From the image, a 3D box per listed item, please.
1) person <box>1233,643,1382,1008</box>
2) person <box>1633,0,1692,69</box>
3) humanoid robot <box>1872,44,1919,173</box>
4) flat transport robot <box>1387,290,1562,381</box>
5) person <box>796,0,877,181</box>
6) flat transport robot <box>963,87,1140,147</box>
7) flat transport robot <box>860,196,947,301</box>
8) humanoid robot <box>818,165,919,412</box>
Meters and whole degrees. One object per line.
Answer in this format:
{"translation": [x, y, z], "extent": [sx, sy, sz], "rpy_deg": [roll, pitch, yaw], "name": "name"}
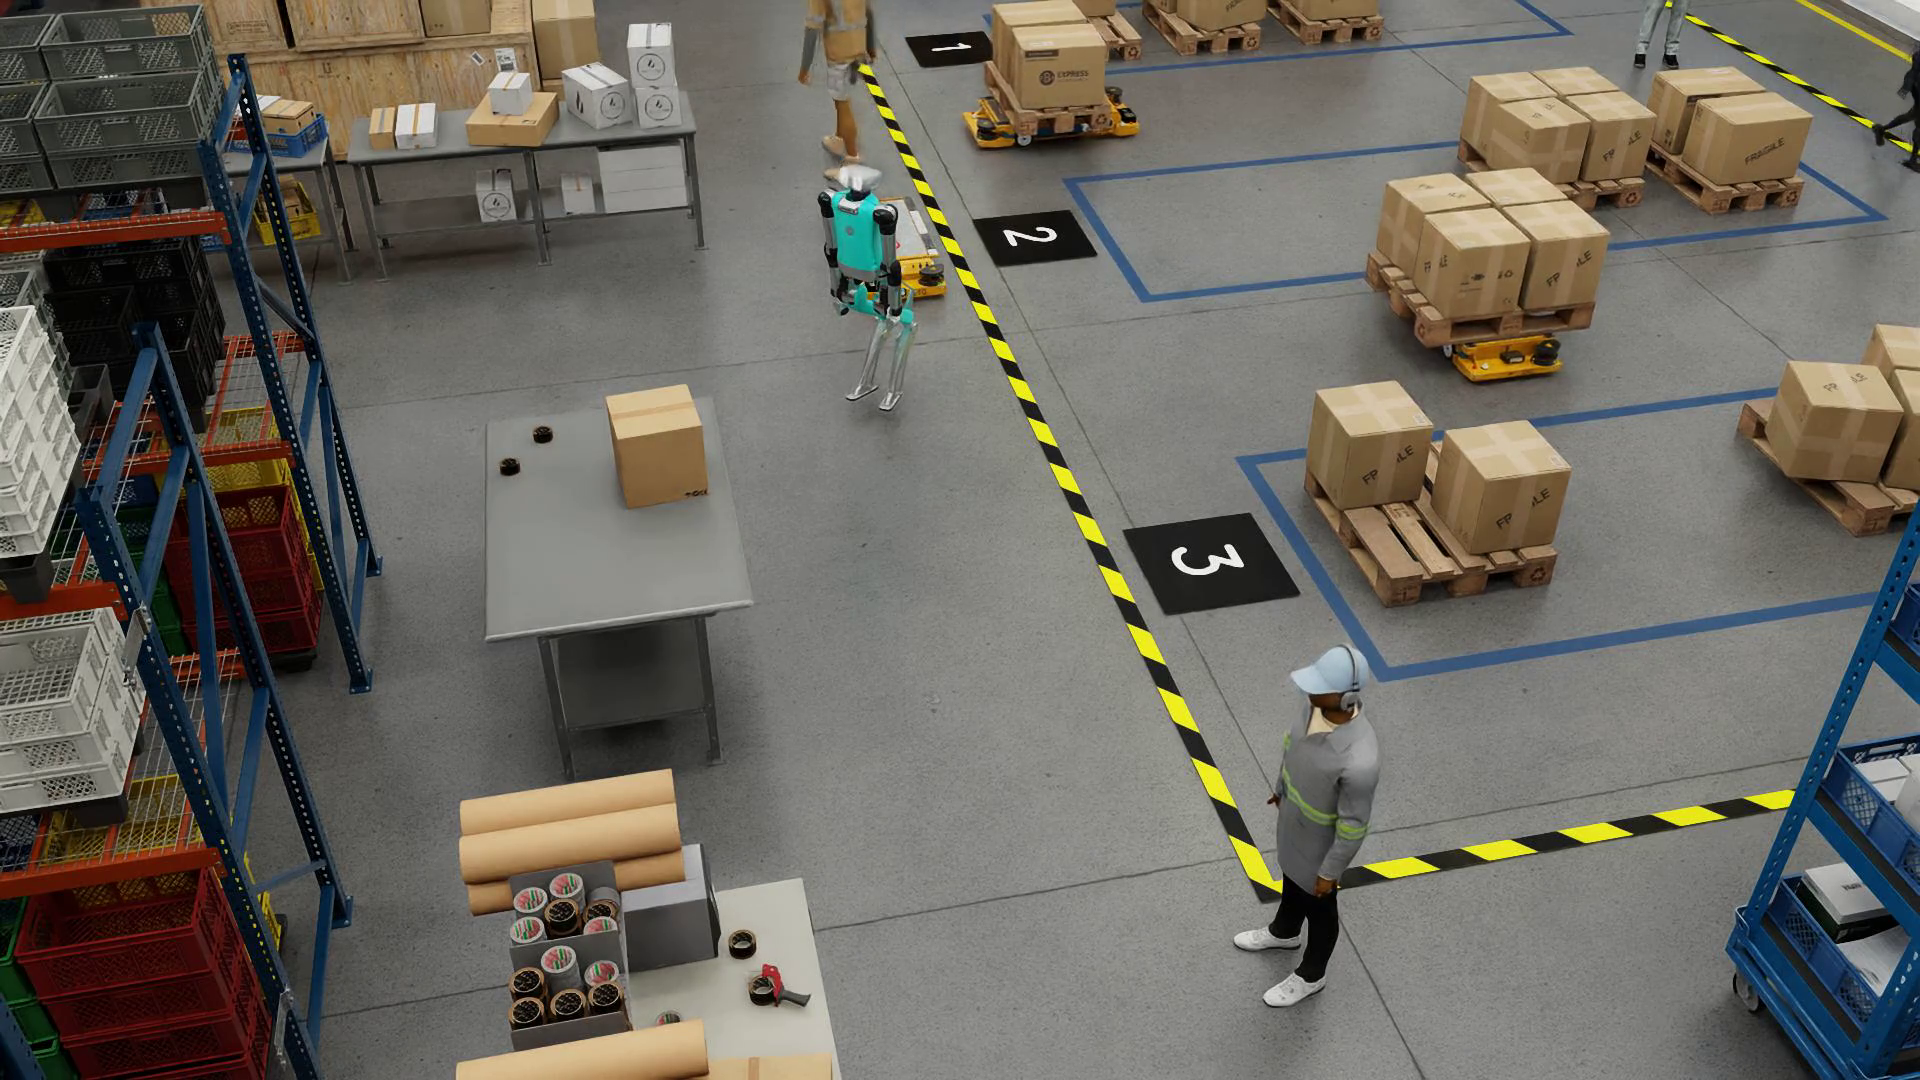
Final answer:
{"translation": [1.410, 1.141, 6.694], "extent": [0.365, 1.852, 0.589], "rpy_deg": [-8, 37, -11], "name": "person"}
{"translation": [6.639, -5.262, 15.318], "extent": [0.587, 1.829, 0.403], "rpy_deg": [4, 37, 5], "name": "person"}
{"translation": [7.960, -3.887, 13.656], "extent": [0.610, 1.646, 0.772], "rpy_deg": [-13, 39, -17], "name": "humanoid robot"}
{"translation": [3.574, -1.579, 11.653], "extent": [0.652, 0.197, 1.431], "rpy_deg": [-8, 37, -10], "name": "flat transport robot"}
{"translation": [-1.049, -3.939, 13.395], "extent": [0.770, 1.999, 0.704], "rpy_deg": [26, 44, 31], "name": "person"}
{"translation": [0.791, -3.697, 14.500], "extent": [1.431, 0.197, 0.652], "rpy_deg": [-8, 37, -10], "name": "flat transport robot"}
{"translation": [-0.570, -2.220, 12.538], "extent": [0.659, 0.231, 1.431], "rpy_deg": [-8, 37, -10], "name": "flat transport robot"}
{"translation": [-0.483, -1.629, 10.398], "extent": [0.533, 1.681, 0.735], "rpy_deg": [20, 41, 25], "name": "humanoid robot"}
